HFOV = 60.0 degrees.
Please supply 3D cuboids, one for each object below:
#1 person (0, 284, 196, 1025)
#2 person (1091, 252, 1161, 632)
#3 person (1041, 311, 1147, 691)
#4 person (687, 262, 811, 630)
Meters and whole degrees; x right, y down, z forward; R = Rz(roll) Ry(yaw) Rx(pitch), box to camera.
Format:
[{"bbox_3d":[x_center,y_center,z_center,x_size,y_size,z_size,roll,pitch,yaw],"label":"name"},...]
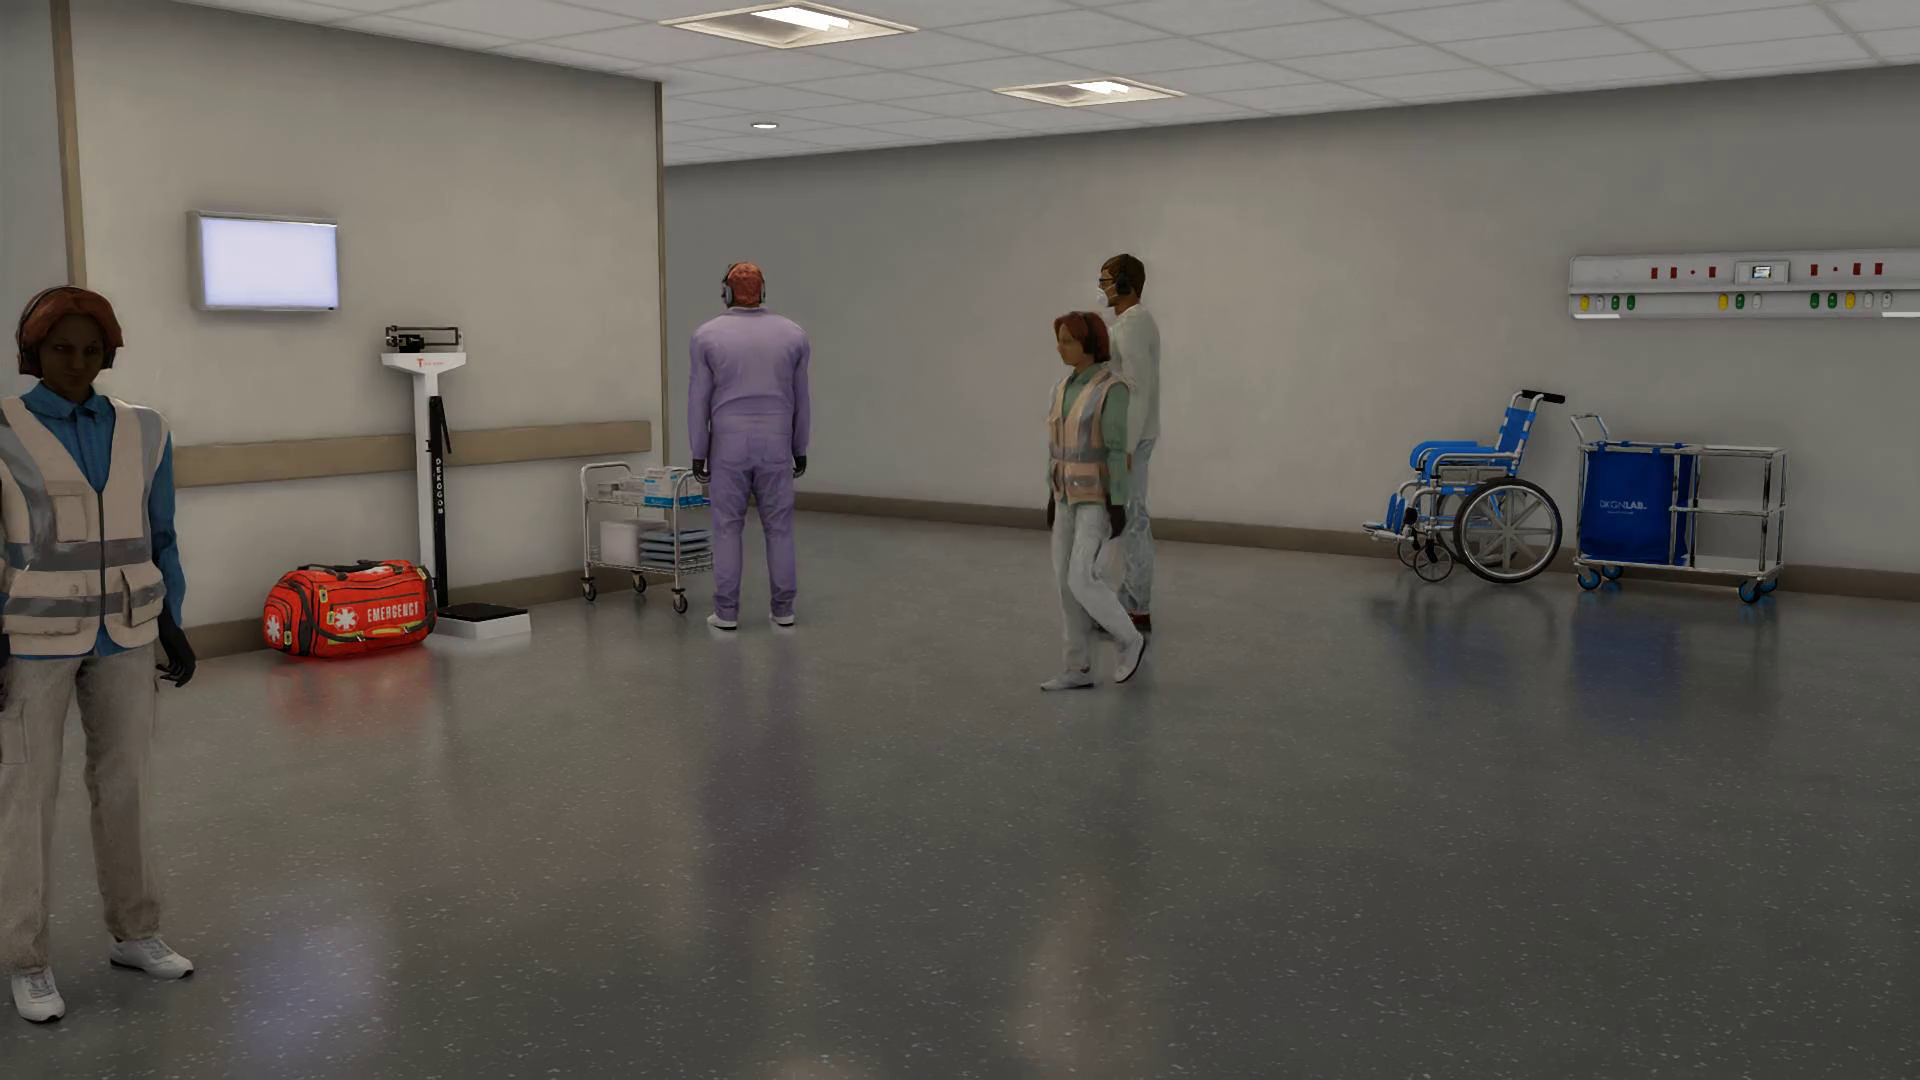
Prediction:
[{"bbox_3d":[-2.014,0.243,3.803,0.311,1.639,0.514,5,9,35],"label":"person"},{"bbox_3d":[0.850,-0.496,8.542,0.357,1.938,0.637,1,7,5],"label":"person"},{"bbox_3d":[0.533,-0.153,7.039,0.393,1.621,0.531,-4,8,-30],"label":"person"},{"bbox_3d":[-1.096,-0.483,8.630,0.650,1.901,0.398,-3,8,-20],"label":"person"}]
